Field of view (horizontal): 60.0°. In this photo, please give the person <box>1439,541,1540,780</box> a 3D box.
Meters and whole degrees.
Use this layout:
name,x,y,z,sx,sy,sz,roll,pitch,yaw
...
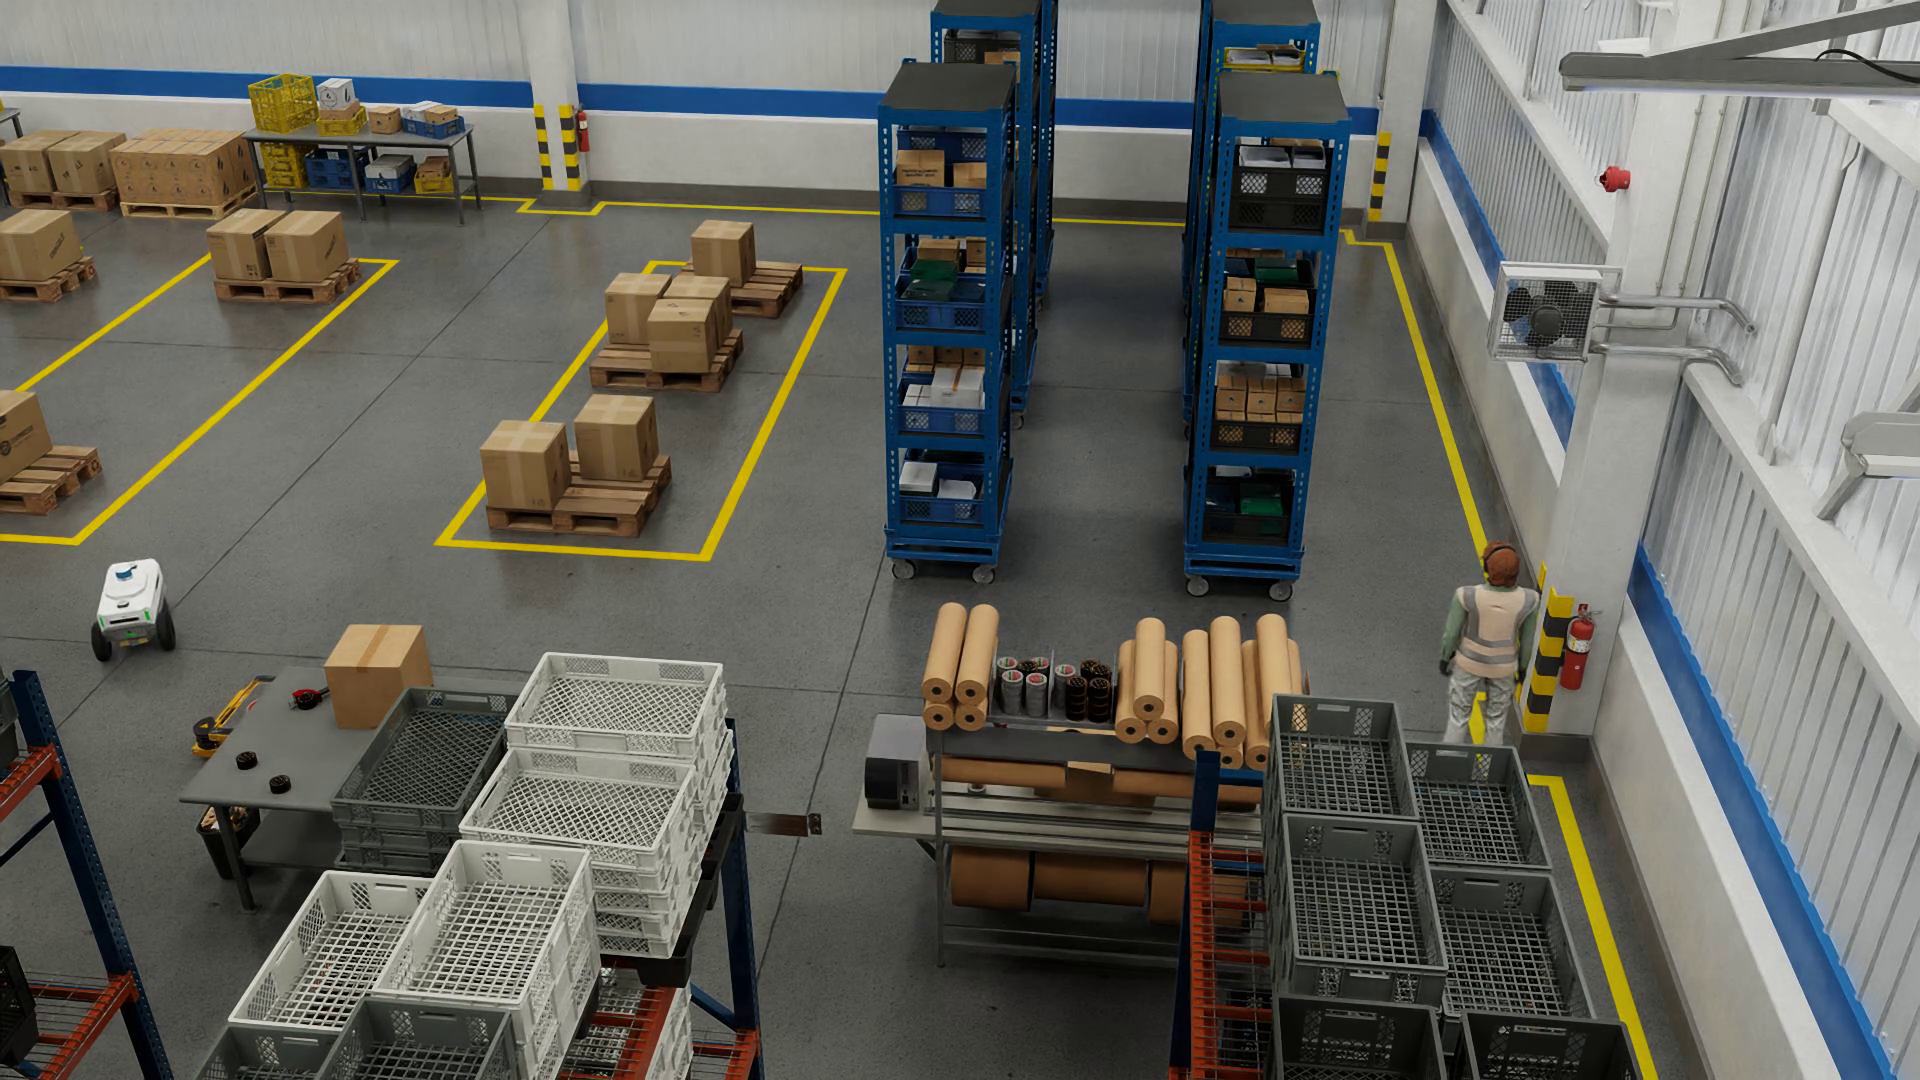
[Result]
name,x,y,z,sx,sy,sz,roll,pitch,yaw
person,3.154,0.753,10.007,0.520,1.634,0.313,5,31,9

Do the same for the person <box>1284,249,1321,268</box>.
name,x,y,z,sx,sy,sz,roll,pitch,yaw
person,3.138,-2.652,15.520,0.632,1.970,0.443,-25,39,-36

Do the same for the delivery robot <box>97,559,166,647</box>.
name,x,y,z,sx,sy,sz,roll,pitch,yaw
delivery robot,-5.773,0.402,11.580,0.477,0.478,0.707,-9,31,-15

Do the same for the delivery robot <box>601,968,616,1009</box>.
name,x,y,z,sx,sy,sz,roll,pitch,yaw
delivery robot,-2.104,2.212,8.477,0.707,0.478,0.477,8,31,13

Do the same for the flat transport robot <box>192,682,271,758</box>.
name,x,y,z,sx,sy,sz,roll,pitch,yaw
flat transport robot,-4.089,1.163,10.648,1.431,0.197,0.652,3,30,6
